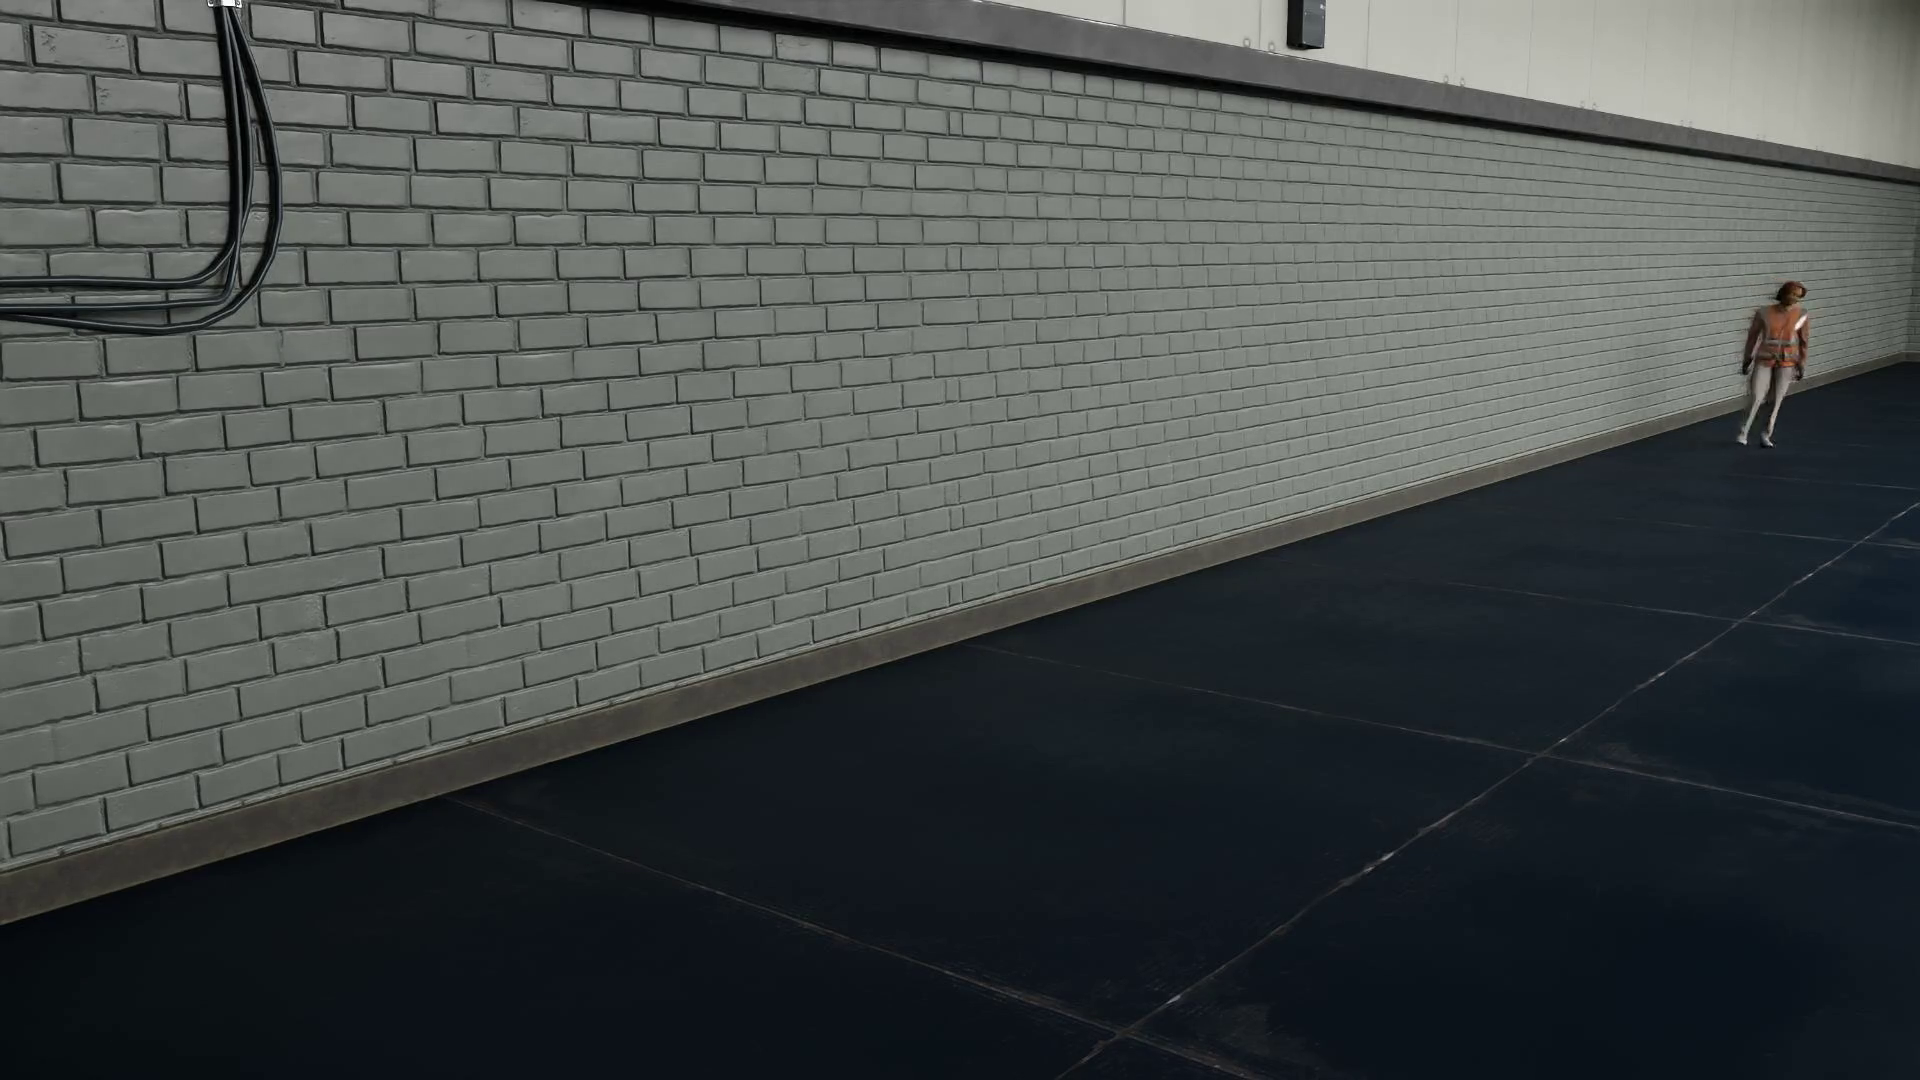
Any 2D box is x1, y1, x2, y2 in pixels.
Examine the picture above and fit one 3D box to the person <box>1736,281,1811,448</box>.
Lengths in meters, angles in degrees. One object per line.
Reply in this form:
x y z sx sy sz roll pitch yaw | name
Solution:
7.869 -1.687 16.063 0.569 1.601 0.339 3 11 15 | person
